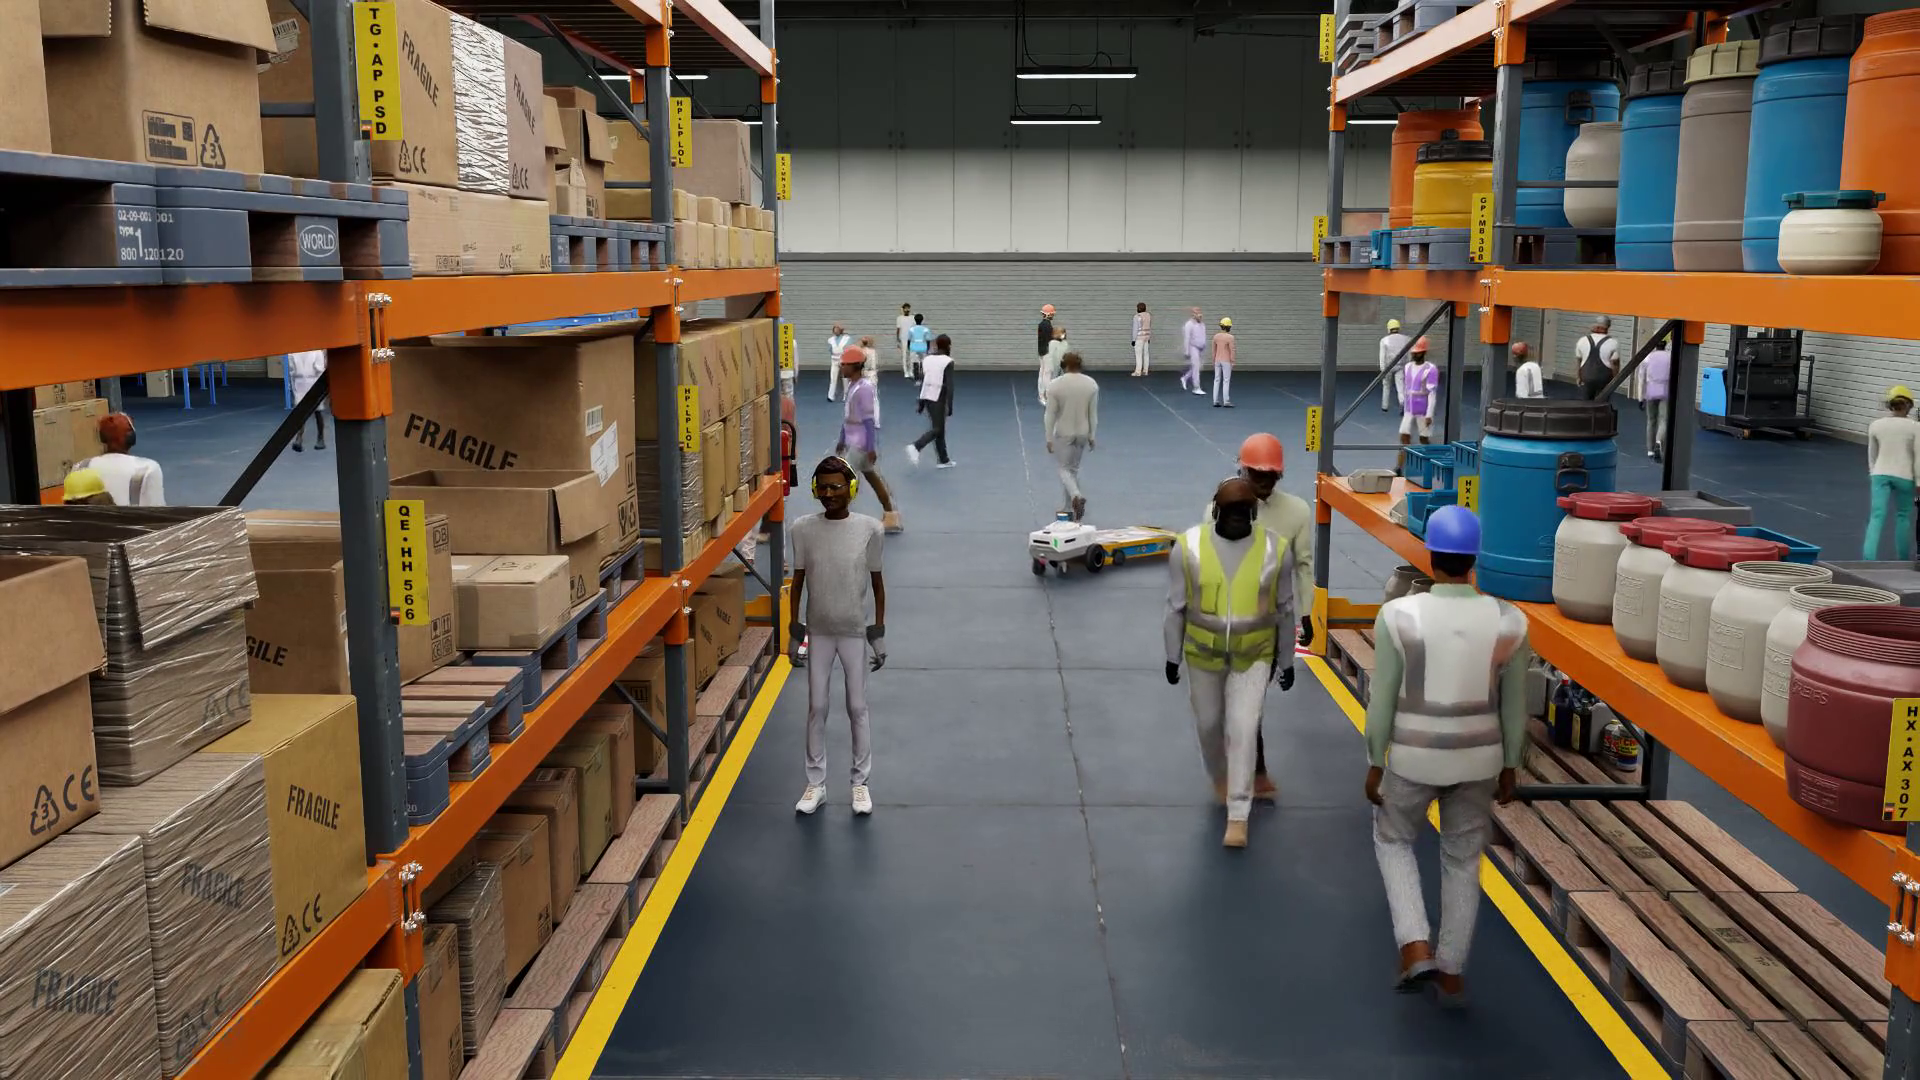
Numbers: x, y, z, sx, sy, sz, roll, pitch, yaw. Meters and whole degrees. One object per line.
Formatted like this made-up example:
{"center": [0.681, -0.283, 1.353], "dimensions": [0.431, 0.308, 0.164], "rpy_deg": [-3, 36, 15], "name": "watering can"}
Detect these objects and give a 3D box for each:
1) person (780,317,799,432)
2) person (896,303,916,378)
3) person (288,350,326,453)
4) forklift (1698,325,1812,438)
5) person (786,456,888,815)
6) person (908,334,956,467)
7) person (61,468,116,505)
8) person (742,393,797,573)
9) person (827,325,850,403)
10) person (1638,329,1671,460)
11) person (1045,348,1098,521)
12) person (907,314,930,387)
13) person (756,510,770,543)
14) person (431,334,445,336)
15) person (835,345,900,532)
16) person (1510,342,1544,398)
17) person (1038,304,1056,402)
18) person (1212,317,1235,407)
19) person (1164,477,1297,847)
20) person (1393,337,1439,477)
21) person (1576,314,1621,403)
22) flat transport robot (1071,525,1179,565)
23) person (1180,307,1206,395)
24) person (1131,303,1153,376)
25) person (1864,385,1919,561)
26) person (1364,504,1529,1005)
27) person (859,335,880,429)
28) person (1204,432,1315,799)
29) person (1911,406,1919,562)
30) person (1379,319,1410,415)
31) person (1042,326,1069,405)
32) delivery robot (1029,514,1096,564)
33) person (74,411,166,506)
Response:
{"center": [-3.002, -2.739, 27.784], "dimensions": [0.642, 1.938, 0.438], "rpy_deg": [-3, 10, -15], "name": "person"}
{"center": [-1.296, -4.933, 41.157], "dimensions": [0.571, 1.844, 0.689], "rpy_deg": [-2, 10, -11], "name": "person"}
{"center": [-9.901, -2.286, 25.211], "dimensions": [0.547, 1.884, 0.996], "rpy_deg": [-1, 10, -6], "name": "person"}
{"center": [13.248, -3.165, 27.620], "dimensions": [1.129, 2.768, 1.873], "rpy_deg": [0, 9, 1], "name": "forklift"}
{"center": [-0.639, 0.491, 8.617], "dimensions": [0.533, 1.871, 0.320], "rpy_deg": [1, 9, 4], "name": "person"}
{"center": [-0.394, -1.920, 23.091], "dimensions": [0.868, 1.872, 0.618], "rpy_deg": [-8, 13, -41], "name": "person"}
{"center": [-4.785, 0.434, 9.378], "dimensions": [0.495, 1.725, 0.535], "rpy_deg": [0, 9, 0], "name": "person"}
{"center": [-1.808, -0.692, 15.324], "dimensions": [0.622, 1.993, 0.382], "rpy_deg": [-2, 10, -12], "name": "person"}
{"center": [-2.467, -3.590, 33.914], "dimensions": [0.514, 1.583, 0.893], "rpy_deg": [2, 10, 13], "name": "person"}
{"center": [10.160, -2.122, 24.192], "dimensions": [0.589, 1.903, 0.857], "rpy_deg": [5, 11, 29], "name": "person"}
{"center": [1.239, -1.136, 18.228], "dimensions": [0.633, 1.919, 0.738], "rpy_deg": [-4, 10, -22], "name": "person"}
{"center": [-0.964, -4.380, 38.371], "dimensions": [0.541, 1.679, 0.548], "rpy_deg": [-1, 10, -7], "name": "person"}
{"center": [-1.989, -0.916, 17.220], "dimensions": [0.512, 1.825, 0.710], "rpy_deg": [3, 10, 20], "name": "person"}
{"center": [-7.296, -1.974, 23.272], "dimensions": [0.823, 1.912, 0.551], "rpy_deg": [8, 12, 40], "name": "person"}
{"center": [-1.111, -1.040, 17.449], "dimensions": [1.061, 1.985, 0.637], "rpy_deg": [-2, 10, -11], "name": "person"}
{"center": [7.468, -1.668, 21.717], "dimensions": [0.722, 1.827, 0.973], "rpy_deg": [-9, 13, -43], "name": "person"}
{"center": [1.784, -3.818, 34.053], "dimensions": [0.378, 1.995, 0.612], "rpy_deg": [-3, 10, -17], "name": "person"}
{"center": [5.230, -3.512, 32.907], "dimensions": [0.327, 1.767, 0.533], "rpy_deg": [-9, 13, -42], "name": "person"}
{"center": [1.369, 0.560, 8.422], "dimensions": [0.664, 1.812, 0.837], "rpy_deg": [2, 10, 12], "name": "person"}
{"center": [5.862, -1.659, 21.402], "dimensions": [0.819, 1.899, 0.566], "rpy_deg": [-7, 12, -35], "name": "person"}
{"center": [10.373, -2.639, 26.978], "dimensions": [0.693, 2.000, 0.539], "rpy_deg": [8, 12, 40], "name": "person"}
{"center": [1.565, 0.044, 16.202], "dimensions": [1.431, 0.197, 0.652], "rpy_deg": [-7, 12, -37], "name": "flat transport robot"}
{"center": [5.085, -4.123, 36.210], "dimensions": [0.709, 1.887, 0.650], "rpy_deg": [9, 13, 43], "name": "person"}
{"center": [4.563, -5.063, 41.967], "dimensions": [0.627, 1.844, 0.429], "rpy_deg": [-8, 13, -41], "name": "person"}
{"center": [8.666, -0.571, 15.431], "dimensions": [0.856, 1.715, 0.530], "rpy_deg": [-9, 13, -43], "name": "person"}
{"center": [1.857, 0.832, 6.381], "dimensions": [0.628, 1.936, 0.452], "rpy_deg": [0, 9, 0], "name": "person"}
{"center": [-1.665, -2.706, 28.510], "dimensions": [0.679, 1.610, 0.536], "rpy_deg": [3, 10, 16], "name": "person"}
{"center": [1.616, 0.359, 9.191], "dimensions": [0.606, 1.955, 1.006], "rpy_deg": [-2, 10, -9], "name": "person"}
{"center": [9.159, -0.649, 15.406], "dimensions": [0.984, 1.903, 0.623], "rpy_deg": [-9, 13, -42], "name": "person"}
{"center": [8.178, -3.250, 31.243], "dimensions": [0.595, 1.803, 0.834], "rpy_deg": [0, 9, 2], "name": "person"}
{"center": [1.902, -3.386, 32.598], "dimensions": [0.506, 1.614, 0.679], "rpy_deg": [-6, 11, -34], "name": "person"}
{"center": [0.943, 0.002, 15.322], "dimensions": [0.477, 0.478, 0.707], "rpy_deg": [7, 12, 37], "name": "delivery robot"}
{"center": [-5.599, 0.076, 11.114], "dimensions": [0.582, 1.866, 0.618], "rpy_deg": [0, 9, 0], "name": "person"}
